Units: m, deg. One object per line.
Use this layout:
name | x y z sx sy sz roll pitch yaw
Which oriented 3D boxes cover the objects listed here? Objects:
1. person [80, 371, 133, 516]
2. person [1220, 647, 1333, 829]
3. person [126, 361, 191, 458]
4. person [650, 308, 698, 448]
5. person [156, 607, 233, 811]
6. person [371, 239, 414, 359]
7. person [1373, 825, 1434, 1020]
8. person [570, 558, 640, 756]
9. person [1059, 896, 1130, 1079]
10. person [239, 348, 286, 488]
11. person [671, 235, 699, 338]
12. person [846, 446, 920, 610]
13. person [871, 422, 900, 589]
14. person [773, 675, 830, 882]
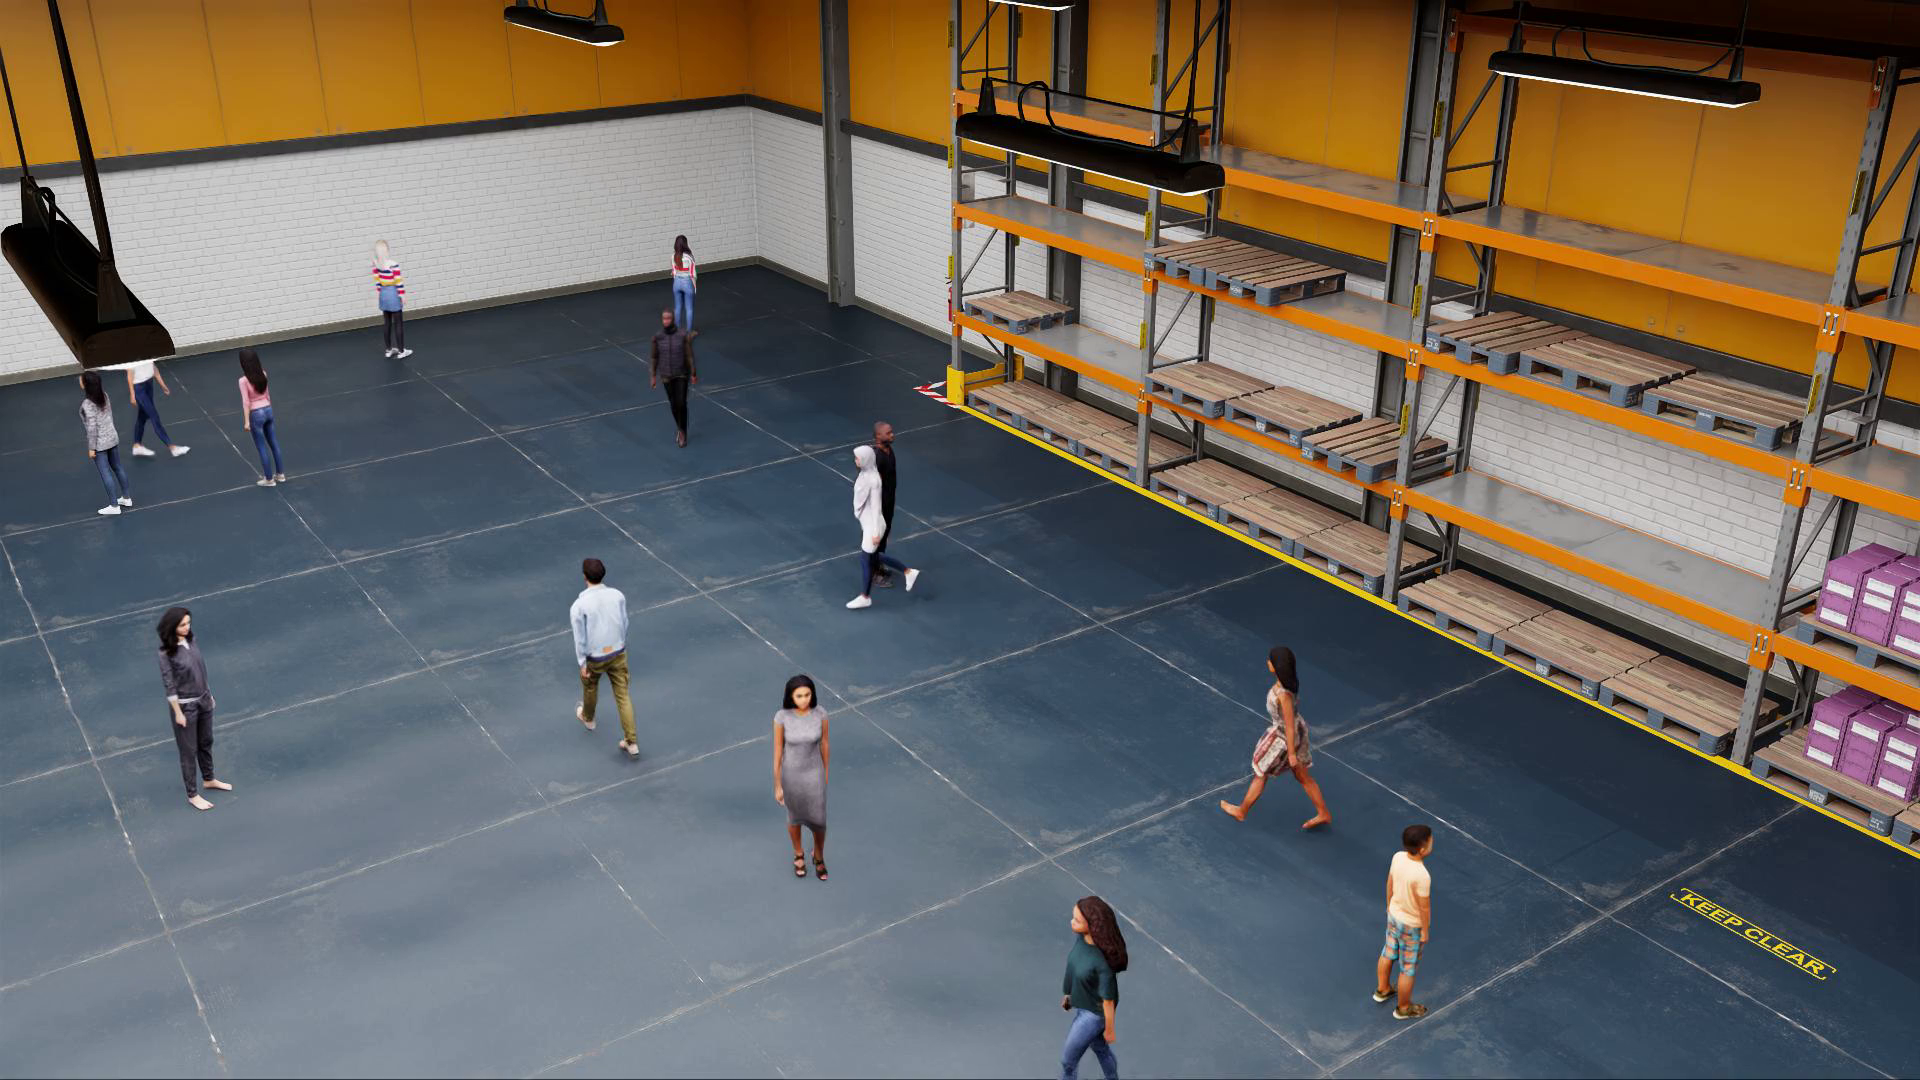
person | -10.059 -1.161 19.524 0.741 1.731 0.670 3 24 7
person | 2.708 1.630 13.300 1.197 1.602 1.081 4 24 9
person | -10.458 -1.865 21.121 1.073 1.742 1.065 1 24 3
person | -3.692 -2.159 21.700 0.903 1.818 0.956 2 24 5
person | -6.367 1.353 13.735 0.714 1.761 0.661 5 24 11
person | -8.622 -3.659 25.144 0.659 1.807 0.780 9 25 20
person | 3.038 2.574 11.318 0.614 1.461 0.451 -11 26 -24
person | -3.041 1.048 14.432 0.706 1.762 1.191 -15 28 -30
person | 0.902 2.914 10.374 0.864 1.592 0.943 -6 24 -13
person | -8.545 -1.508 20.304 0.652 1.742 0.639 11 26 24
person | -4.353 -4.001 26.170 0.632 1.612 0.720 8 25 17
person | -0.814 -0.128 17.136 0.892 1.751 1.044 -7 25 -16
person | -0.836 -0.402 17.680 0.778 1.819 0.732 5 24 12
person | -1.236 1.785 12.736 0.714 1.769 0.759 -5 24 -11
